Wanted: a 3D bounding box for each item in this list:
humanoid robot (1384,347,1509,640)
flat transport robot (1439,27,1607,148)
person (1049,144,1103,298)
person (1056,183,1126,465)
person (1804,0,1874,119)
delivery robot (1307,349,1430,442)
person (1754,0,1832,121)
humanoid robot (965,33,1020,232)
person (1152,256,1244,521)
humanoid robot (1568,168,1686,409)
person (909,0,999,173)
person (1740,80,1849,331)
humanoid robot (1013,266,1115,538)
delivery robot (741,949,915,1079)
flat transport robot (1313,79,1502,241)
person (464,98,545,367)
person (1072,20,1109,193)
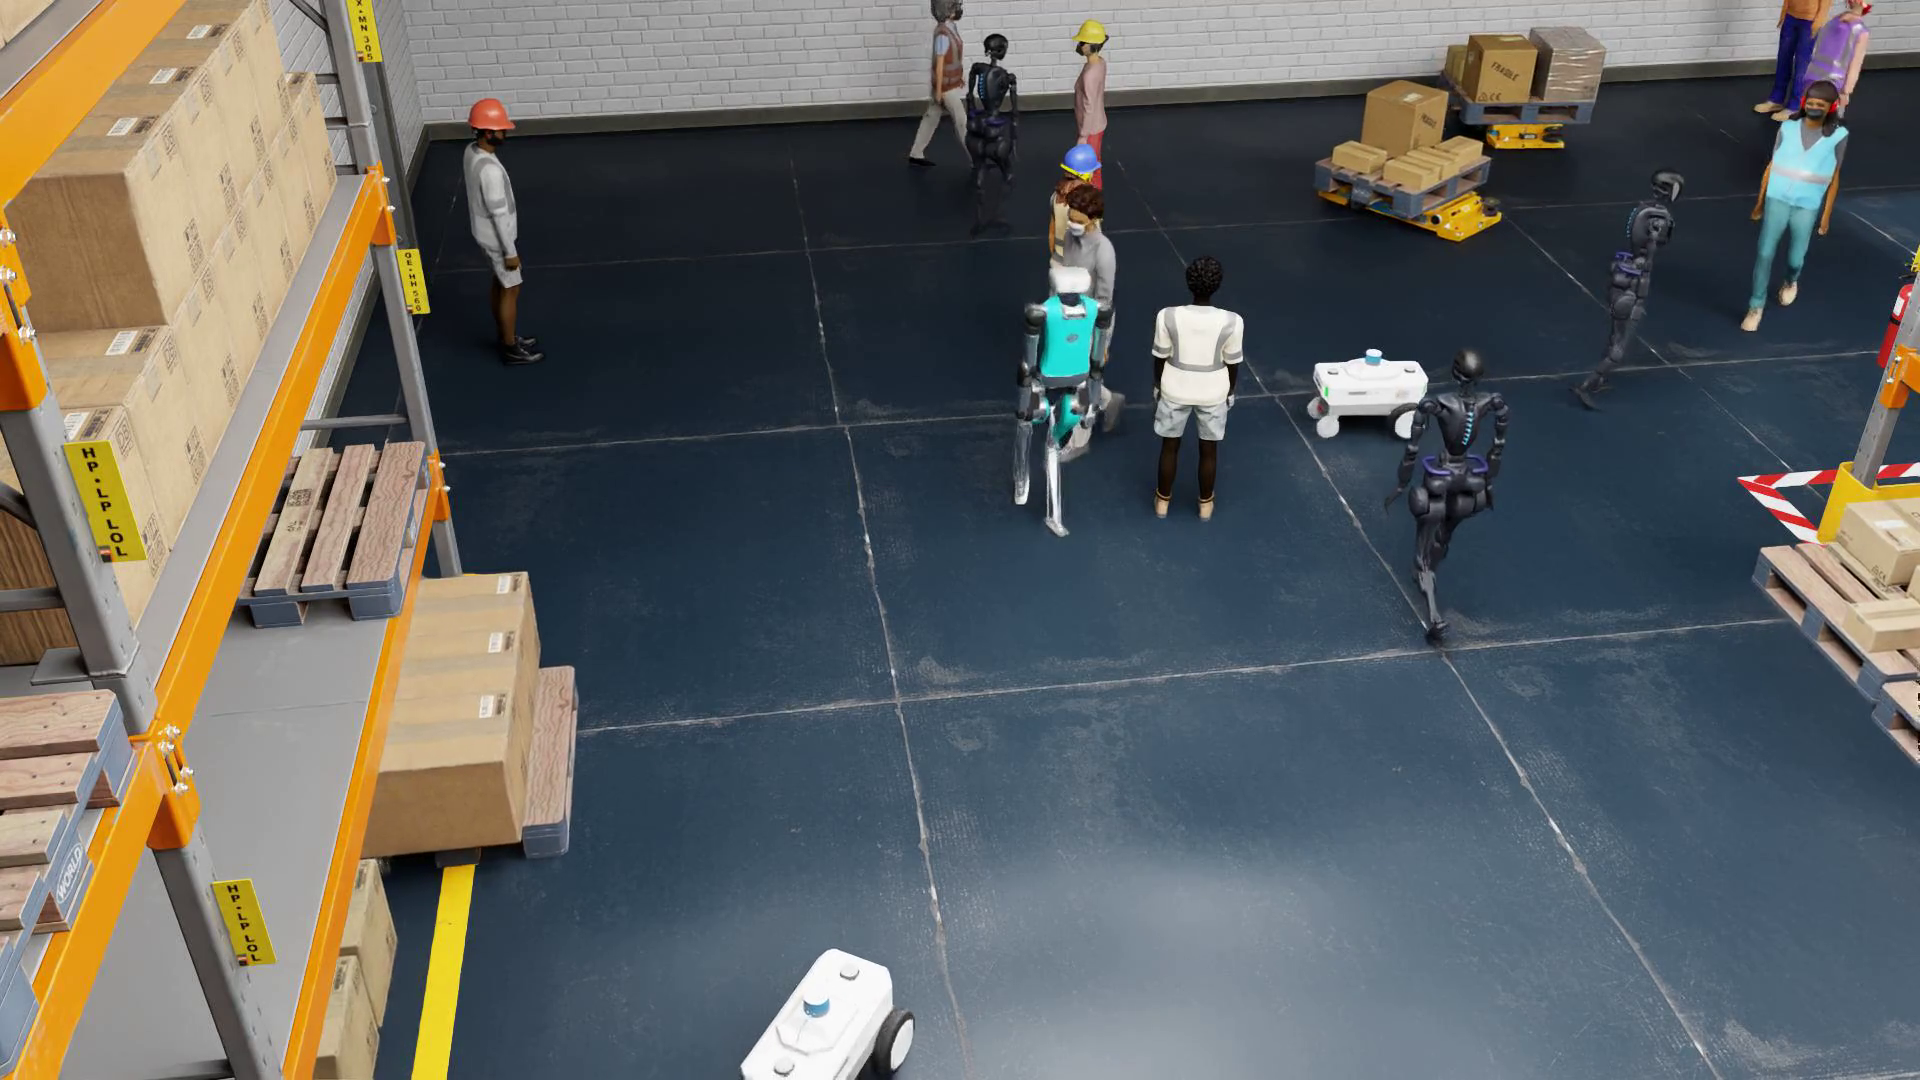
[{"bbox_3d":[2.665,-0.264,9.003,0.601,1.641,0.699,-3,33,-5],"label":"humanoid robot"},{"bbox_3d":[5.341,-4.124,16.173,0.659,0.231,1.431,0,33,0],"label":"flat transport robot"},{"bbox_3d":[0.783,-1.808,11.241,0.308,1.778,0.463,-22,39,-30],"label":"person"},{"bbox_3d":[0.835,-1.371,10.486,0.546,1.877,0.584,-19,37,-26],"label":"person"},{"bbox_3d":[7.637,-4.003,14.711,0.541,1.667,0.492,-12,35,-18],"label":"person"},{"bbox_3d":[2.746,-0.979,11.105,0.807,0.609,0.499,-2,33,-2],"label":"delivery robot"},{"bbox_3d":[8.137,-5.069,16.068,0.403,1.973,0.516,-12,35,-17],"label":"person"},{"bbox_3d":[0.247,-3.344,13.688,0.588,1.651,0.324,26,41,34],"label":"humanoid robot"},{"bbox_3d":[1.391,-0.879,9.895,0.533,1.693,0.320,6,34,8],"label":"person"},{"bbox_3d":[4.461,-1.703,11.181,0.461,1.646,0.604,8,34,12],"label":"humanoid robot"},{"bbox_3d":[-0.080,-4.095,14.865,0.856,1.640,0.465,4,33,6],"label":"person"},{"bbox_3d":[6.105,-2.454,12.163,0.548,1.841,0.616,21,39,29],"label":"person"},{"bbox_3d":[0.516,-0.931,9.929,0.540,1.745,0.908,-8,34,-12],"label":"humanoid robot"},{"bbox_3d":[-0.544,1.985,6.556,0.499,0.602,0.801,15,36,21],"label":"delivery robot"},{"bbox_3d":[3.876,-2.938,14.355,0.659,0.231,1.431,-28,42,-36],"label":"flat transport robot"},{"bbox_3d":[-3.194,-2.132,11.609,0.387,1.925,0.547,-16,36,-23],"label":"person"},{"bbox_3d":[1.049,-3.378,13.655,0.302,1.772,0.524,6,34,10],"label":"person"}]
